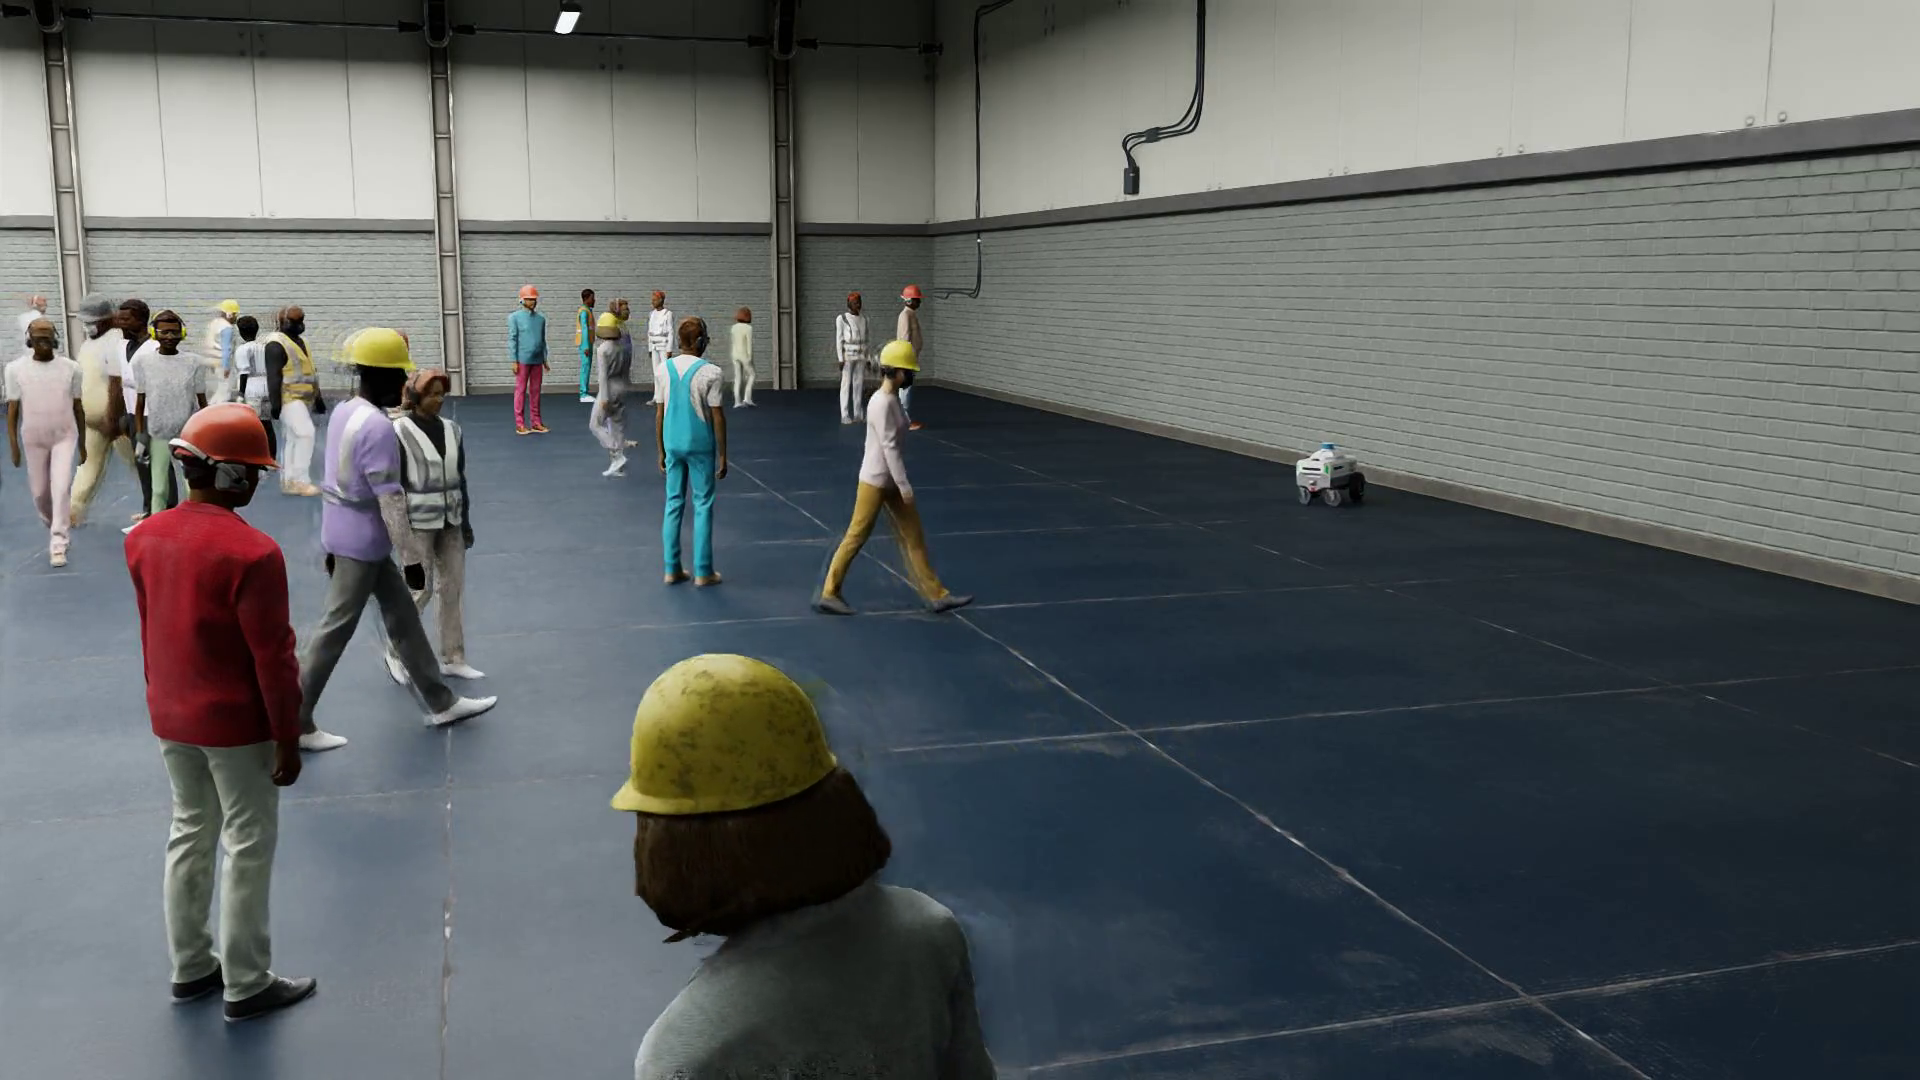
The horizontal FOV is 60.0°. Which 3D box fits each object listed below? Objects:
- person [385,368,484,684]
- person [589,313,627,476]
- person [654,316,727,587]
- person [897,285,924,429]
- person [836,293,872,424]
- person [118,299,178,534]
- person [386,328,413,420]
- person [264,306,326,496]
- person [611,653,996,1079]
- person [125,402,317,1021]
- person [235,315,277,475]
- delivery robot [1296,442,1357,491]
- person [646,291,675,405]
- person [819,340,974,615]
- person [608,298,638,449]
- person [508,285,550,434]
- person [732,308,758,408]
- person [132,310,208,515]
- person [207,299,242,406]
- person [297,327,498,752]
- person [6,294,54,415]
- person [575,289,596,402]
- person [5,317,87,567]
[{"bbox_3d":[-2.729,-0.066,8.555,0.361,1.642,0.525,5,10,28],"label":"person"},{"bbox_3d":[-3.693,-1.524,17.521,0.362,1.731,0.488,4,10,26],"label":"person"},{"bbox_3d":[-1.811,-0.591,11.241,0.517,1.836,0.348,3,9,16],"label":"person"},{"bbox_3d":[-0.685,-2.537,23.138,0.395,1.994,0.613,1,9,6],"label":"person"},{"bbox_3d":[-1.526,-2.619,24.019,0.573,1.883,0.355,-8,12,-41],"label":"person"},{"bbox_3d":[-6.583,-0.987,13.495,0.597,1.917,0.375,6,11,35],"label":"person"},{"bbox_3d":[-5.135,-1.133,15.316,0.310,1.636,0.522,-3,10,-21],"label":"person"},{"bbox_3d":[-6.319,-1.334,16.014,0.608,1.824,0.638,0,9,2],"label":"person"},{"bbox_3d":[-0.124,0.955,1.877,0.926,1.663,0.485,4,10,26],"label":"person"},{"bbox_3d":[-2.059,0.483,4.697,0.574,1.737,0.353,4,10,26],"label":"person"},{"bbox_3d":[-7.522,-1.541,17.742,0.321,1.694,0.529,2,9,12],"label":"person"},{"bbox_3d":[3.413,-0.664,15.467,0.477,0.478,0.707,6,11,36],"label":"delivery robot"},{"bbox_3d":[-4.932,-3.143,27.362,0.581,1.882,0.351,8,12,40],"label":"person"},{"bbox_3d":[-0.440,-0.363,10.186,0.958,1.707,0.511,2,9,14],"label":"person"},{"bbox_3d":[-4.178,-2.041,20.446,0.331,1.845,0.516,1,9,8],"label":"person"},{"bbox_3d":[-5.803,-2.428,22.436,0.378,1.996,0.610,7,11,36],"label":"person"},{"bbox_3d":[-3.505,-2.955,26.986,0.511,1.615,0.441,7,11,37],"label":"person"},{"bbox_3d":[-5.707,-0.732,12.067,0.516,1.860,0.322,-4,10,-23],"label":"person"},{"bbox_3d":[-10.411,-2.503,23.547,0.531,1.801,0.614,-7,12,-40],"label":"person"},{"bbox_3d":[-2.612,-0.002,7.387,0.987,1.862,0.600,-5,10,-28],"label":"person"},{"bbox_3d":[-14.152,-2.832,25.489,0.672,1.859,0.892,7,11,37],"label":"person"},{"bbox_3d":[-6.357,-3.302,28.267,0.370,1.915,0.596,-1,9,-9],"label":"person"},{"bbox_3d":[-6.711,-0.737,12.259,0.507,1.816,0.809,-4,10,-25],"label":"person"}]
